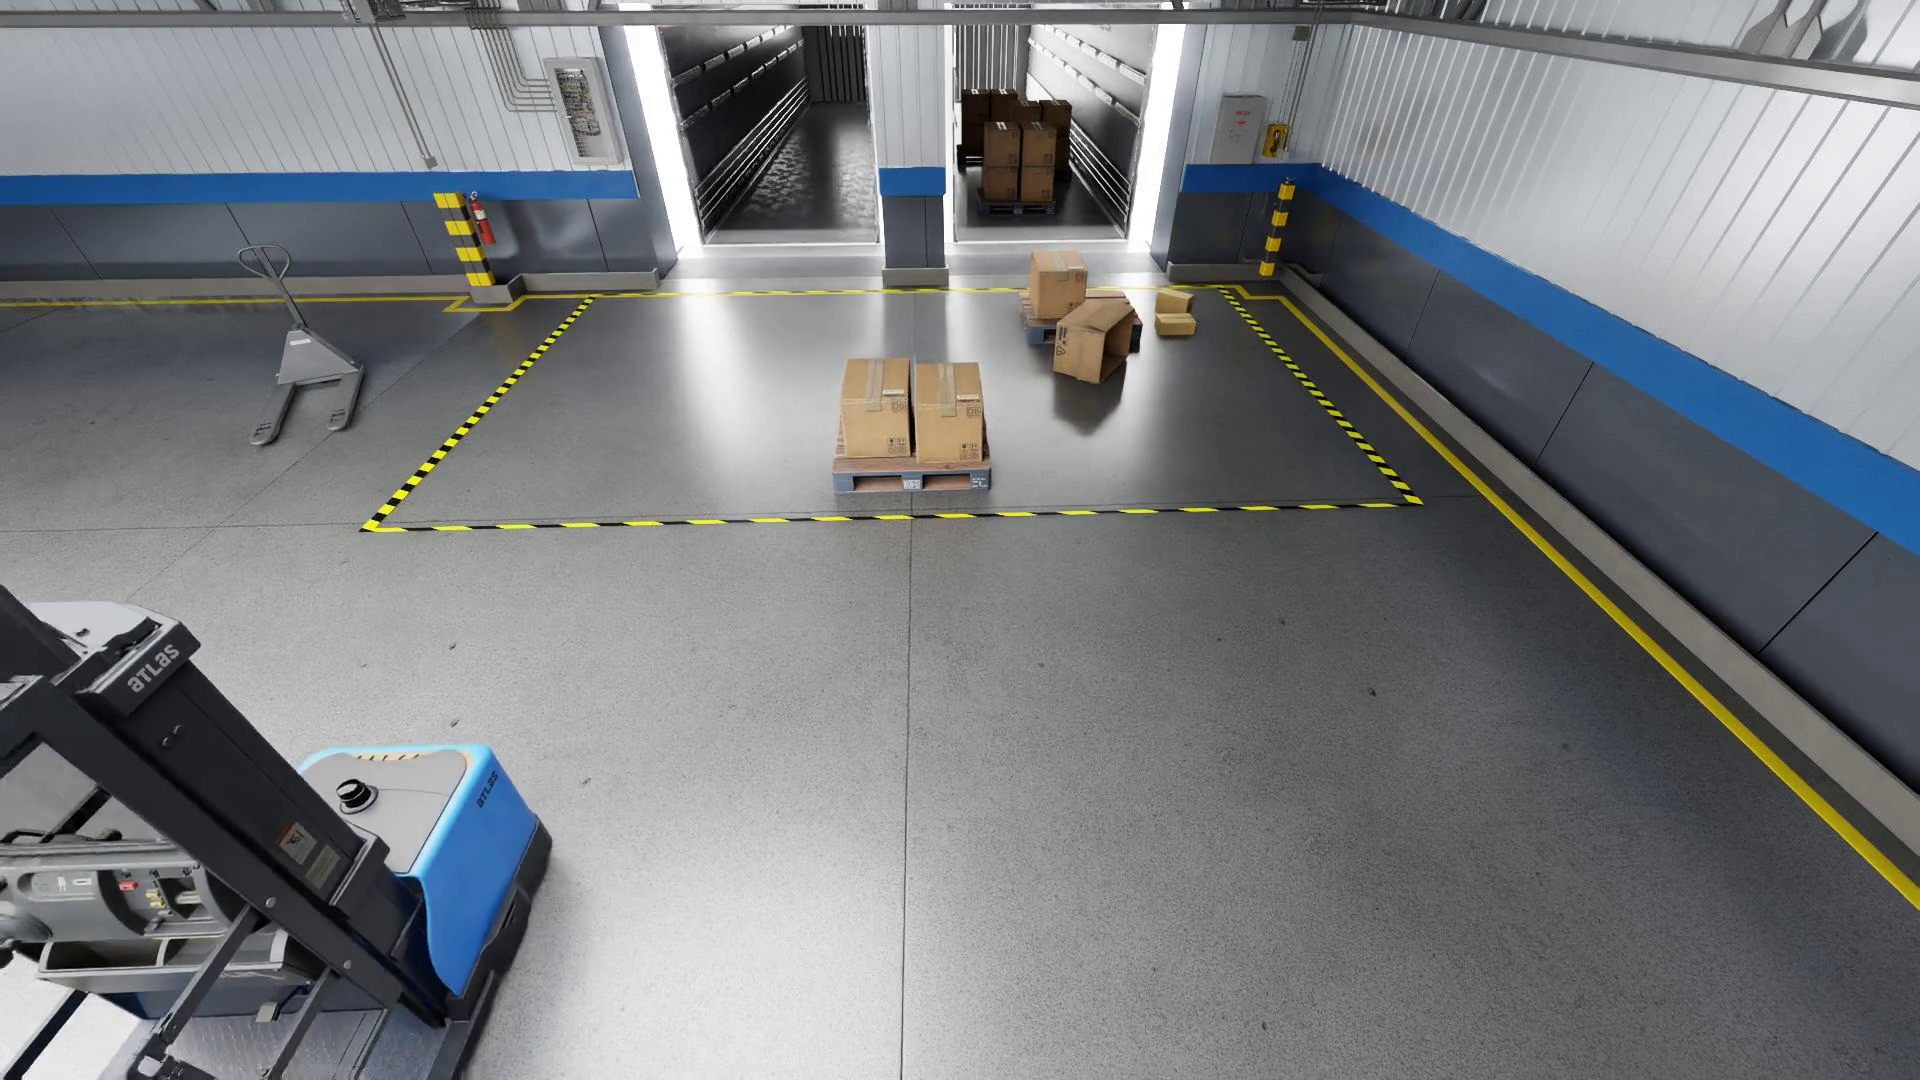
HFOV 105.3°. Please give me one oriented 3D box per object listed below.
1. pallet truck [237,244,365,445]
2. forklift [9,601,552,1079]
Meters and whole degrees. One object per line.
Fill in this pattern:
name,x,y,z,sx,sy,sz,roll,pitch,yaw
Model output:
pallet truck,-5.915,-1.733,6.366,0.680,1.201,1.601,-18,42,-21
forklift,-2.203,0.887,2.419,0.716,2.013,0.776,-1,38,-2
